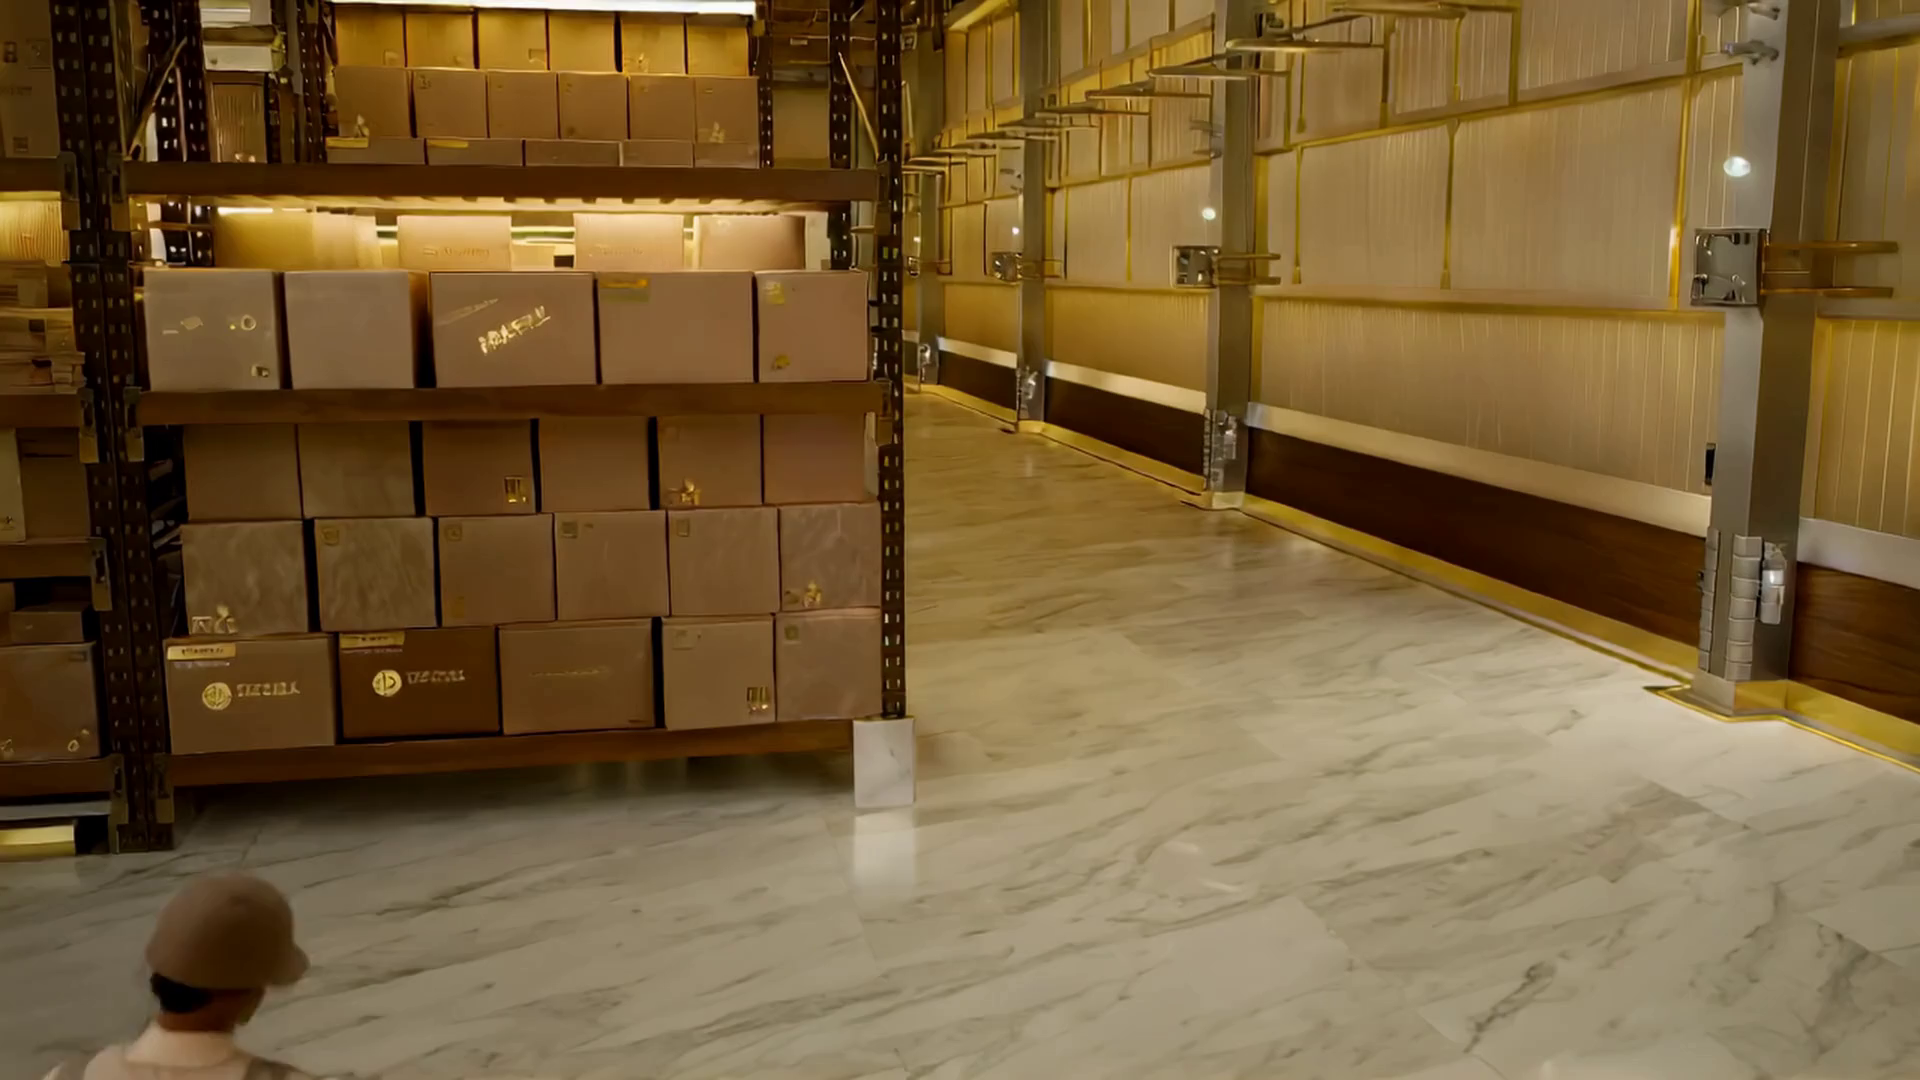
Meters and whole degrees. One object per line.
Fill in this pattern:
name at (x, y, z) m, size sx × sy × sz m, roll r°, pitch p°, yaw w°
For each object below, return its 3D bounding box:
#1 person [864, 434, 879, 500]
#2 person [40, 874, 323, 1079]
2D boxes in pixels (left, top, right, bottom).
person at (-1.039, -0.457, 16.033) m, size 0.583 × 1.740 × 0.452 m, roll -4°, pitch 10°, yaw -21°
person at (-1.456, 1.586, 3.132) m, size 0.632 × 1.904 × 0.862 m, roll 1°, pitch 9°, yaw 4°
